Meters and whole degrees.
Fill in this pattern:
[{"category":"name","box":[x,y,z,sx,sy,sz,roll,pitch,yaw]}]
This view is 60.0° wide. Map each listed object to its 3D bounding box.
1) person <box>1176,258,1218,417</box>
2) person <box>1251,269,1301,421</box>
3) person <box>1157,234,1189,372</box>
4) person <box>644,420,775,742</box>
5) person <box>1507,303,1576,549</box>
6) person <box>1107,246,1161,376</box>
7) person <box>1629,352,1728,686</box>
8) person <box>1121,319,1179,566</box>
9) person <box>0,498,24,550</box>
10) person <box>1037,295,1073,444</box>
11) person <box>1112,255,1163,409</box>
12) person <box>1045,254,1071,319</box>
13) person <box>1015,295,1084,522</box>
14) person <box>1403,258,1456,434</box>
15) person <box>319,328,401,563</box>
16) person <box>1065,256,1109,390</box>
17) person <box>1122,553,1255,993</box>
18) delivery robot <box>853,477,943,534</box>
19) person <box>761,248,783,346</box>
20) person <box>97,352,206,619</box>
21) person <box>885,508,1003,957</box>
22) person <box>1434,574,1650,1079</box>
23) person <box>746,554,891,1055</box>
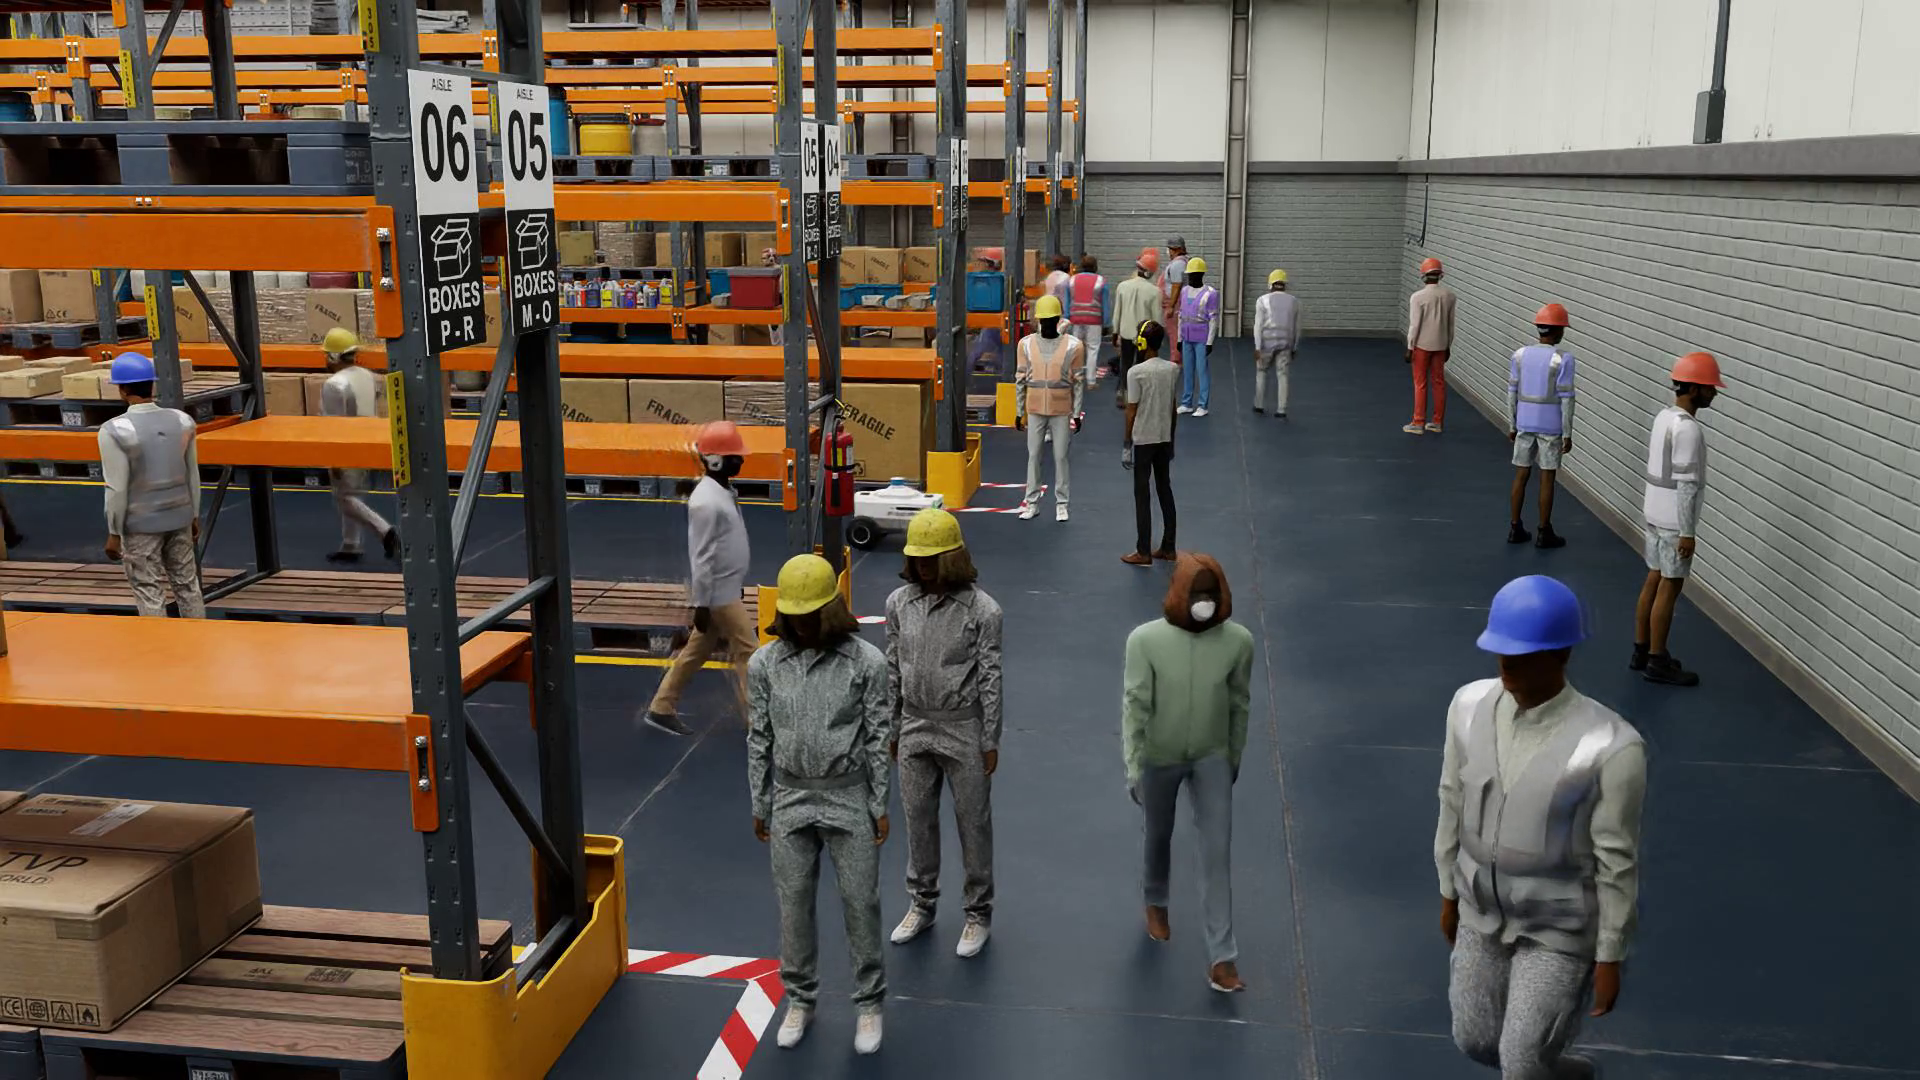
[{"category":"person","box":[2.869,-2.467,20.268,0.365,1.928,0.586,-10,16,-39]},{"category":"person","box":[3.795,-2.357,20.088,0.604,1.784,0.883,-2,13,-9]},{"category":"person","box":[3.170,-3.542,24.863,0.538,2.000,0.684,4,13,16]},{"category":"person","box":[-1.269,0.220,8.633,0.872,1.714,0.573,0,12,-1]},{"category":"person","box":[4.620,-0.904,13.193,0.363,1.933,0.553,-10,16,-39]},{"category":"person","box":[2.557,-3.241,23.835,0.776,1.908,0.548,-4,13,-18]},{"category":"person","box":[4.190,-0.127,9.686,0.373,1.933,0.551,1,13,6]},{"category":"person","box":[1.442,-0.731,12.594,0.506,1.861,0.326,-9,15,-35]},{"category":"person","box":[-7.545,-0.782,12.670,0.413,1.922,0.541,2,13,11]},{"category":"person","box":[1.034,-1.853,18.174,0.313,1.630,0.527,-11,17,-42]},{"category":"person","box":[2.198,-2.552,20.606,0.653,1.950,0.537,6,14,24]},{"category":"person","box":[1.395,-3.099,23.357,0.519,1.823,0.634,-6,14,-24]},{"category":"person","box":[0.754,-1.116,14.166,0.594,1.926,0.366,3,13,13]},{"category":"person","box":[5.333,-2.205,18.936,0.622,1.990,0.388,-5,14,-23]},{"category":"person","box":[-4.526,-0.685,12.486,0.673,1.814,0.599,3,13,12]},{"category":"person","box":[1.742,-2.966,22.787,0.634,1.824,0.436,5,14,23]},{"category":"person","box":[0.843,0.833,6.147,0.505,1.588,0.863,-1,13,-3]},{"category":"delivery robot","box":[-0.497,-0.256,13.196,0.707,0.478,0.477,3,13,11]},{"category":"person","box":[-2.634,-3.158,23.467,0.394,1.899,0.641,-2,13,-8]},{"category":"person","box":[-4.649,-0.108,9.576,0.402,1.943,0.617,6,14,26]},{"category":"person","box":[-0.074,0.728,6.291,0.487,1.737,0.331,5,14,23]},{"category":"person","box":[1.613,1.008,4.604,0.697,1.926,0.612,-9,15,-35]},{"category":"person","box":[-0.477,0.886,5.586,0.491,1.730,0.323,1,13,6]}]
